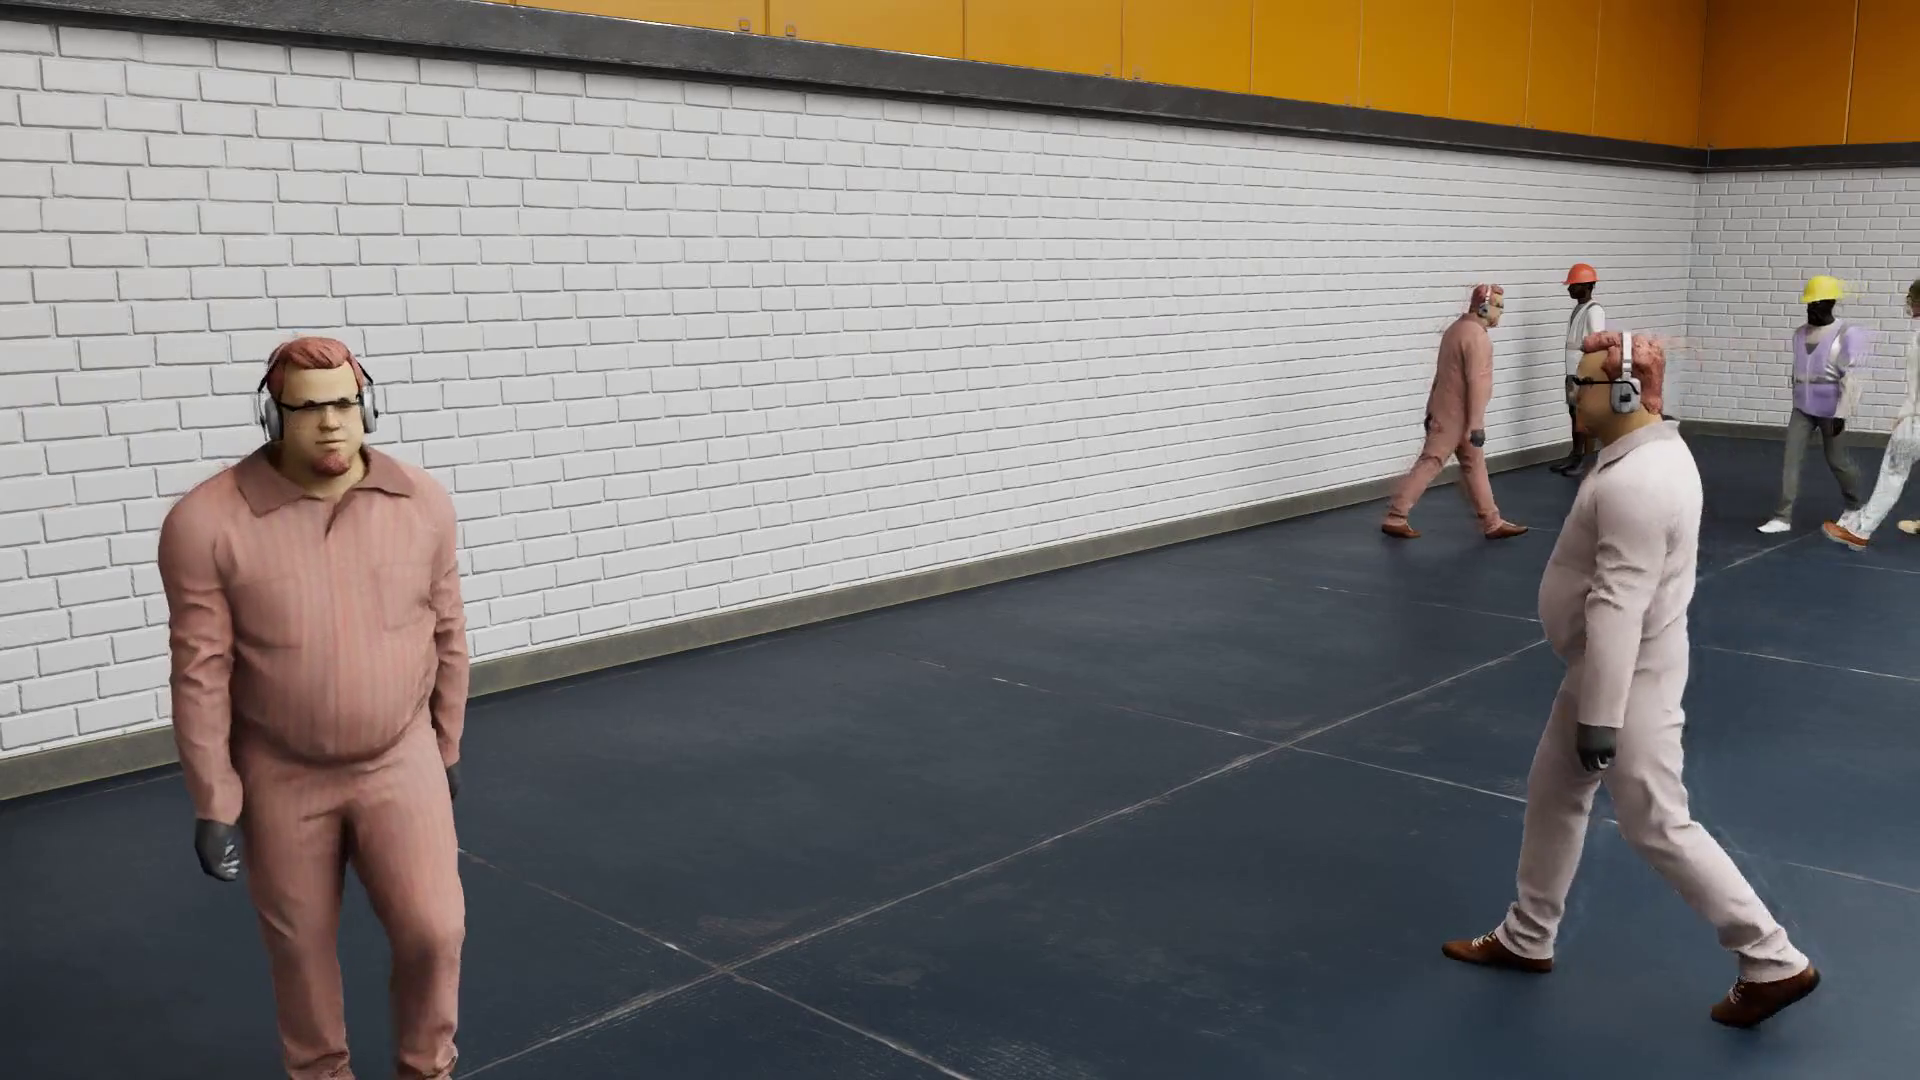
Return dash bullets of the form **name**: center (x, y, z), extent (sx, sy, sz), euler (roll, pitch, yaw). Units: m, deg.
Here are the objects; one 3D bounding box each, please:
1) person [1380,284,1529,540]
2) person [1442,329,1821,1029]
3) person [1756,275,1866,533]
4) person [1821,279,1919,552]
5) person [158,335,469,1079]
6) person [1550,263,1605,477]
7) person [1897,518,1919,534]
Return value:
- **person**: center (3.512, -0.889, 11.783), extent (1.036, 1.832, 0.647), euler (2, 10, 9)
- **person**: center (1.859, 0.371, 4.479), extent (0.934, 1.873, 0.645), euler (4, 11, 23)
- **person**: center (6.335, -0.990, 12.173), extent (0.950, 1.890, 0.586), euler (-5, 11, -25)
- **person**: center (6.419, -0.820, 11.187), extent (0.978, 1.886, 0.647), euler (9, 13, 40)
- **person**: center (-1.356, 0.508, 3.629), extent (0.641, 1.889, 0.590), euler (-6, 11, -29)
- **person**: center (5.634, -1.542, 15.164), extent (0.378, 1.932, 0.551), euler (0, 10, 1)
- **person**: center (7.007, -0.999, 11.769), extent (0.536, 2.000, 0.691), euler (7, 12, 34)
